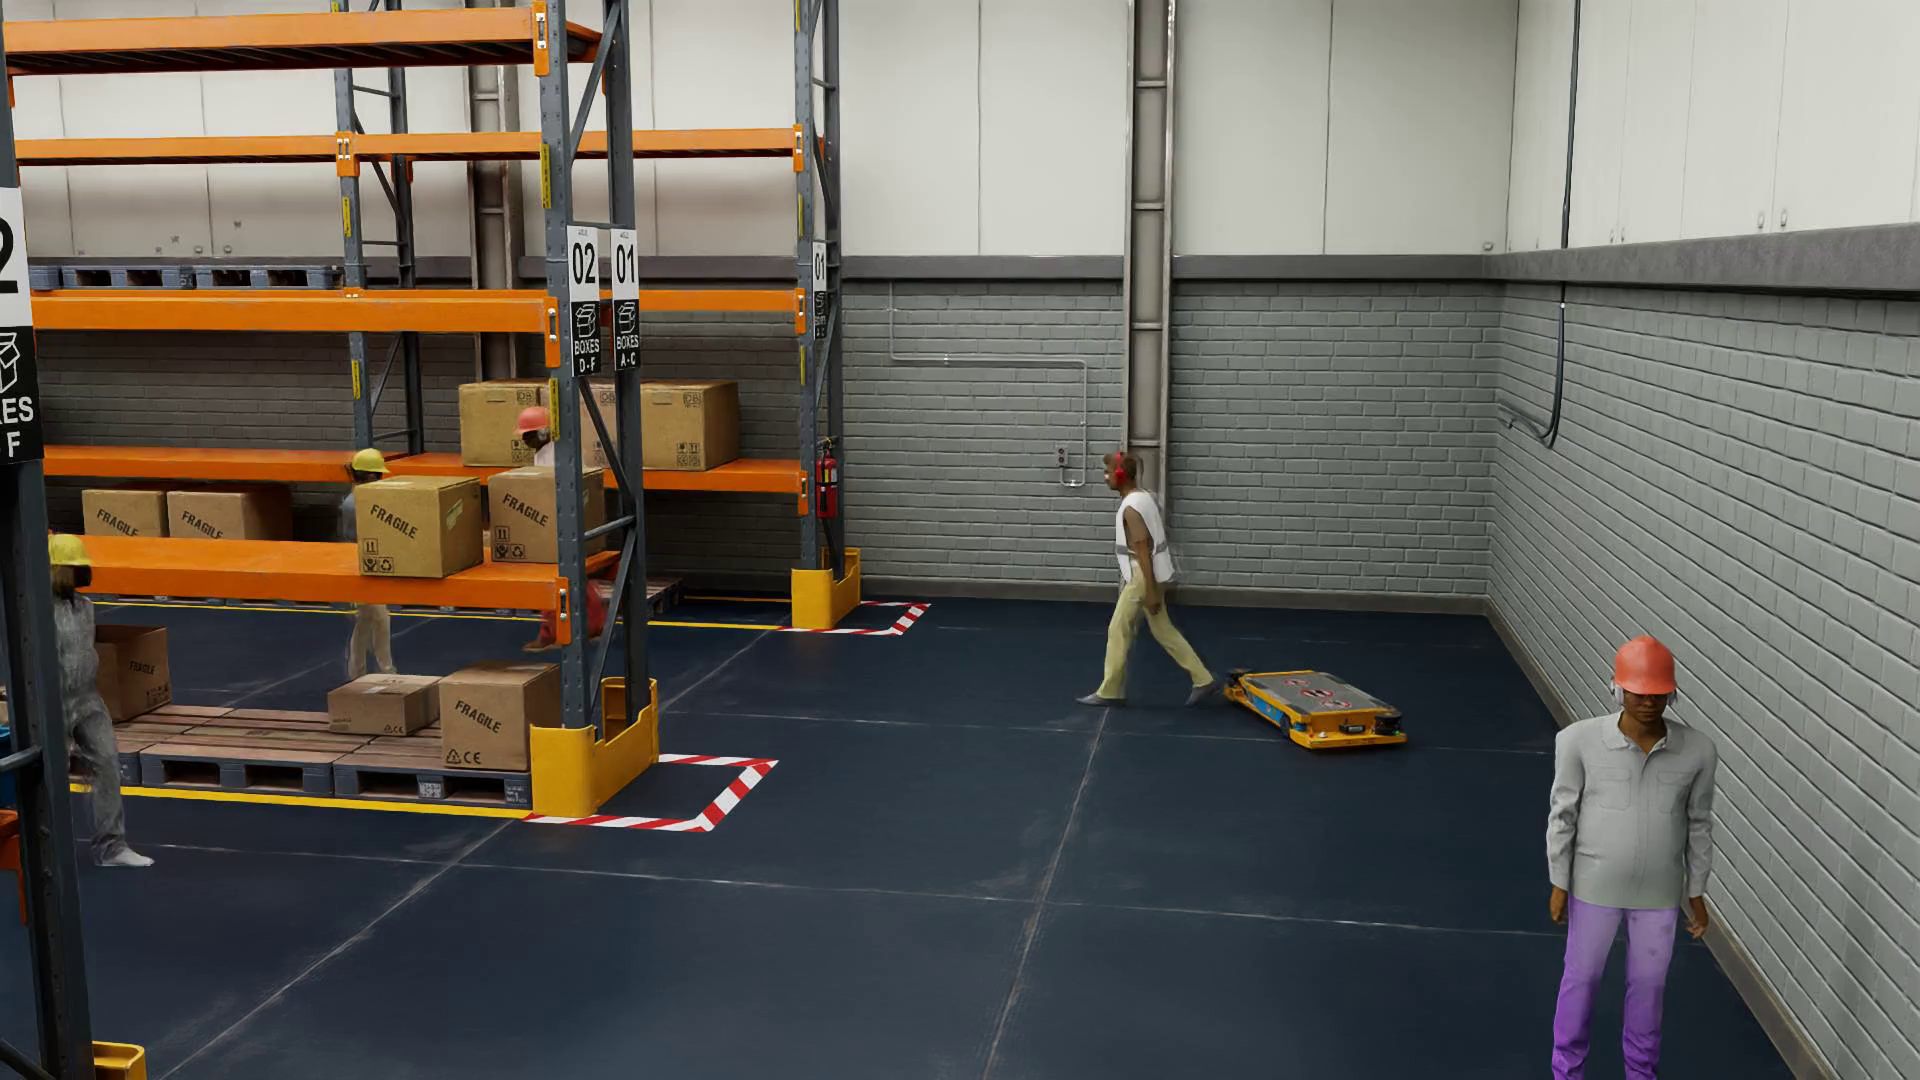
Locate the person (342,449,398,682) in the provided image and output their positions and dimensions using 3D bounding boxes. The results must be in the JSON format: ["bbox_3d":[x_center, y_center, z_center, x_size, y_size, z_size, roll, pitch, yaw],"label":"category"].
[{"bbox_3d":[-4.061,0.230,11.722,0.637,1.746,0.553,0,9,-3],"label":"person"}]

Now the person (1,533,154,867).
[{"bbox_3d":[-4.480,0.811,8.253,0.740,1.715,0.487,2,9,12],"label":"person"}]

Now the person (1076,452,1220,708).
[{"bbox_3d":[1.319,0.286,11.342,0.950,1.785,0.606,2,9,13],"label":"person"}]

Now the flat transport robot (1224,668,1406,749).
[{"bbox_3d":[2.319,1.087,11.013,0.652,0.197,1.431,-2,9,-13],"label":"flat transport robot"}]

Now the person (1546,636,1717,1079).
[{"bbox_3d":[2.327,1.190,5.787,0.561,1.753,0.330,1,9,7],"label":"person"}]

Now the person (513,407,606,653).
[{"bbox_3d":[-3.181,-0.090,13.162,0.871,1.931,0.641,-4,10,-21],"label":"person"}]
